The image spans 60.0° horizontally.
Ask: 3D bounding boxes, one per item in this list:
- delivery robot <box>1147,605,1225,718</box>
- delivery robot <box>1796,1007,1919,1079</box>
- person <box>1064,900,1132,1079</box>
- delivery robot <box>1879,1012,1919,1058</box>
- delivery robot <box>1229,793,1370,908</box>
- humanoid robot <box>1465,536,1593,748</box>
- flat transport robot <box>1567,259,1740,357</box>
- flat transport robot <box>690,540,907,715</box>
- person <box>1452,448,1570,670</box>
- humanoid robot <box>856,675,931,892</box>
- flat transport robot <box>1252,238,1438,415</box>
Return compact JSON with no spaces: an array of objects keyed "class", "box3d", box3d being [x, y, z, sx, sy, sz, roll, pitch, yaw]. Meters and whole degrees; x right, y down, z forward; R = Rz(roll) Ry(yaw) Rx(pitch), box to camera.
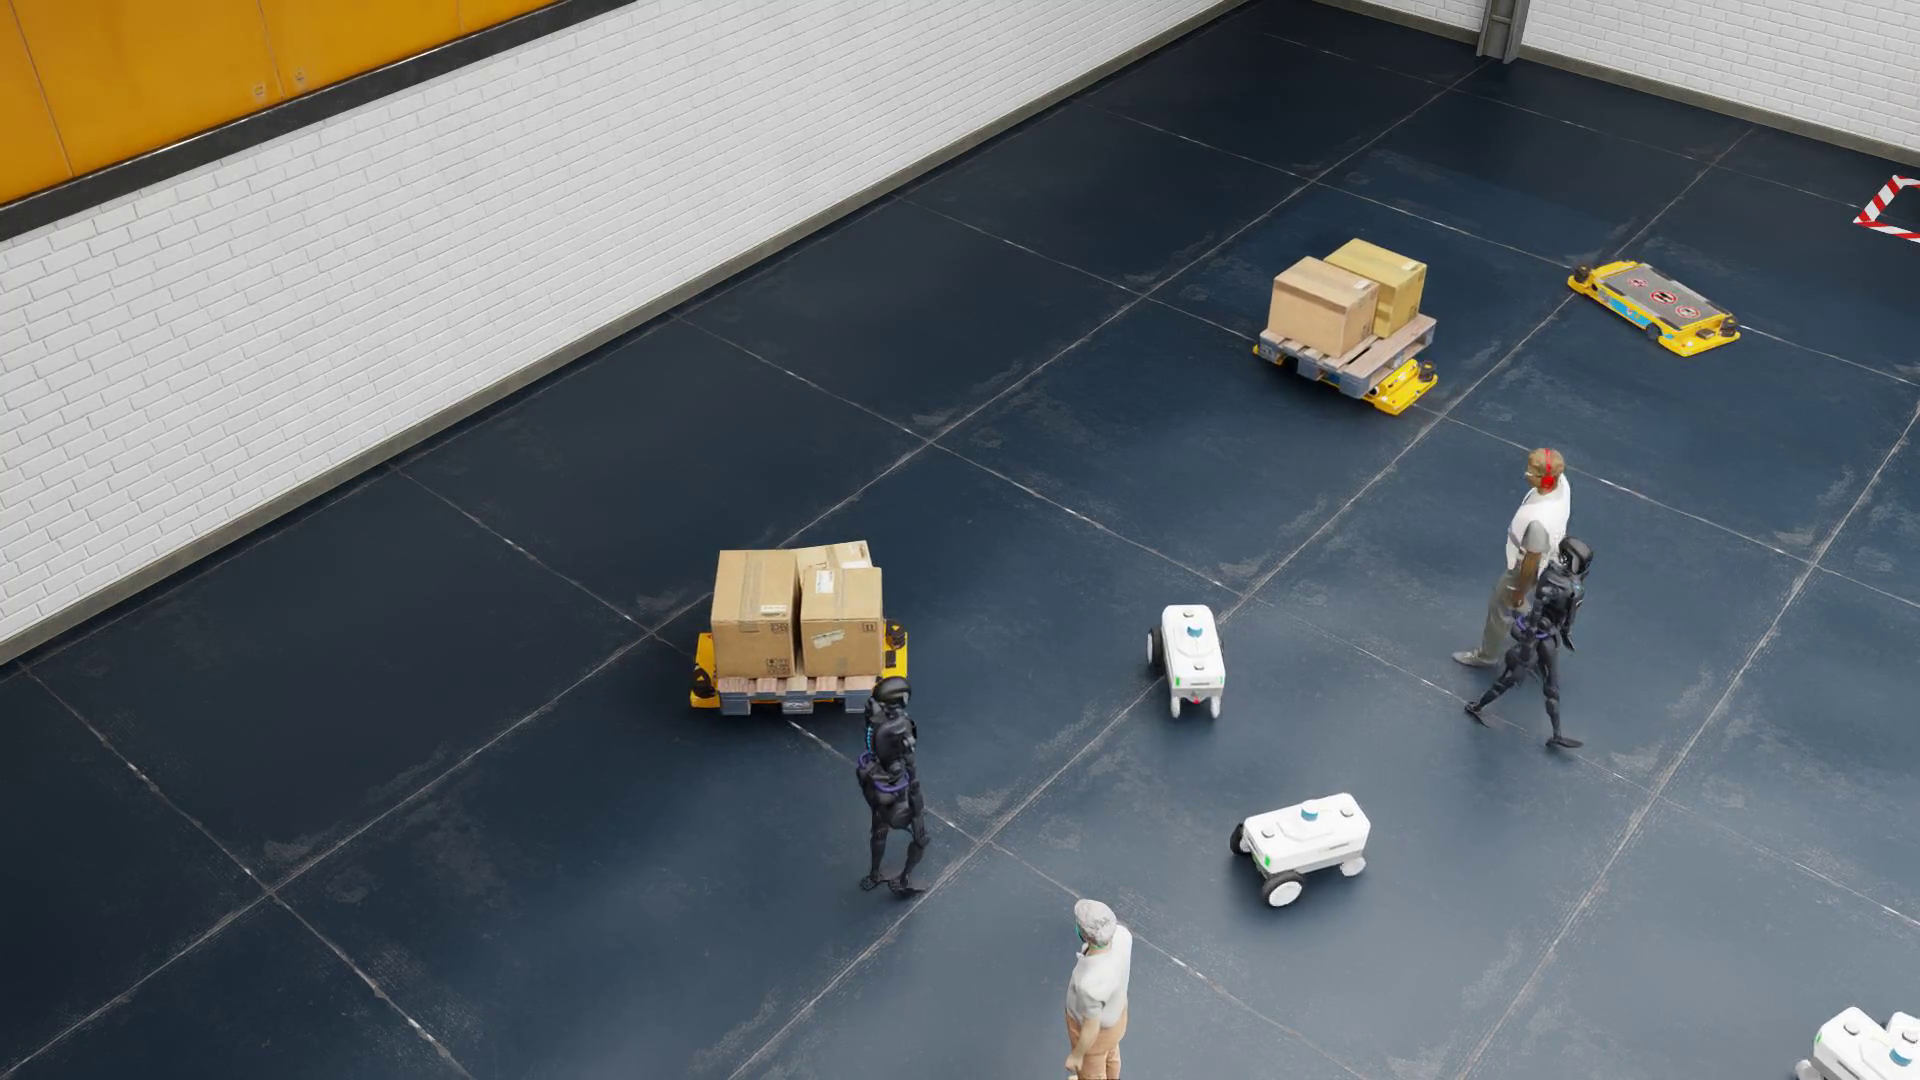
[{"class":"delivery robot","box3d":[1.544,0.775,11.090,0.499,0.587,0.788,-1,39,-1]},{"class":"delivery robot","box3d":[4.783,2.822,8.566,0.499,0.606,0.796,-21,43,-24]},{"class":"person","box3d":[0.656,2.366,8.176,0.322,1.741,0.481,16,42,19]},{"class":"delivery robot","box3d":[5.130,2.780,8.601,0.788,0.587,0.499,22,44,25]},{"class":"delivery robot","box3d":[2.032,1.775,9.841,0.769,0.577,0.499,-12,40,-14]},{"class":"humanoid robot","box3d":[3.662,0.648,10.379,0.602,1.629,0.771,-29,47,-31]},{"class":"flat transport robot","box3d":[6.217,-2.120,14.918,0.659,0.231,1.431,-18,42,-21]},{"class":"flat transport robot","box3d":[-1.078,0.833,11.253,1.431,0.231,0.659,-1,39,-1]},{"class":"person","box3d":[3.718,0.161,10.847,0.565,1.822,0.599,18,42,21]},{"class":"humanoid robot","box3d":[-0.412,1.394,9.437,0.365,1.647,0.601,-21,43,-24]},{"class":"flat transport robot","box3d":[3.280,-1.531,14.187,1.431,0.231,0.659,30,47,31]}]
